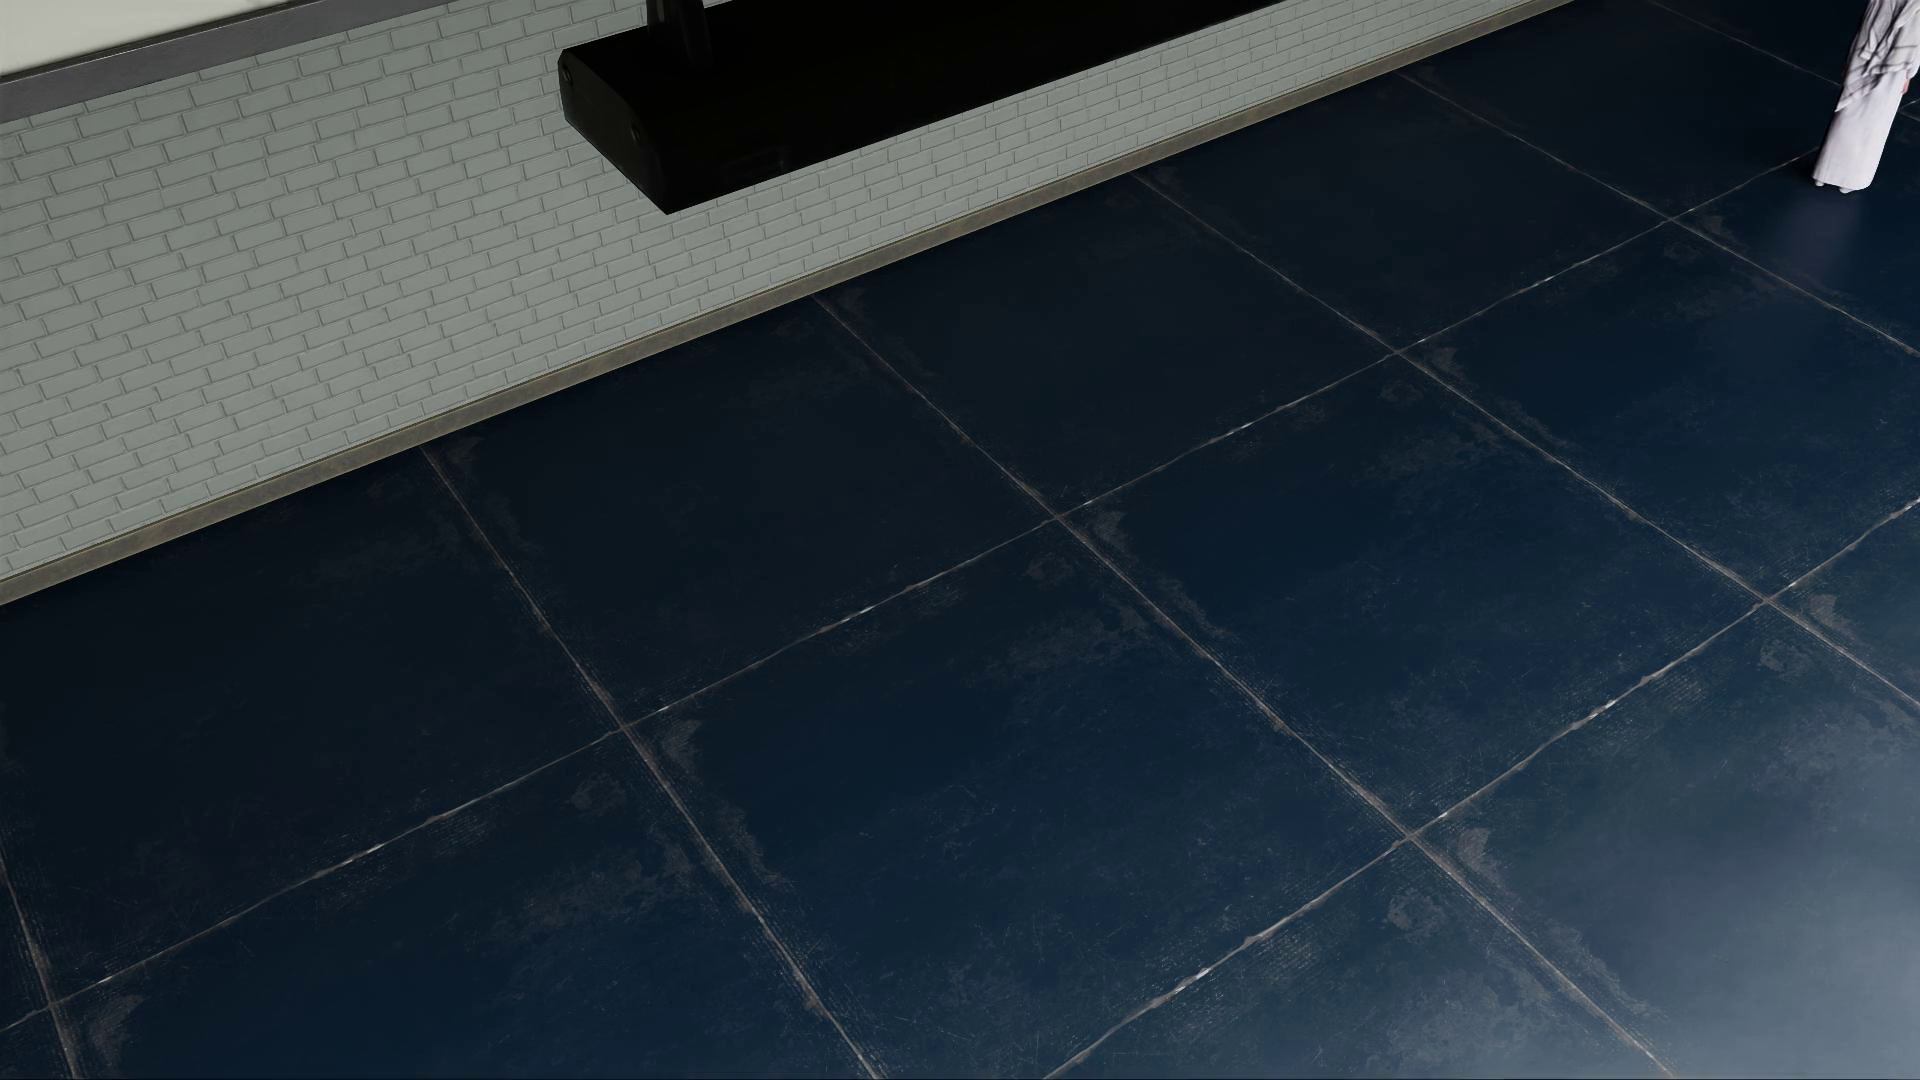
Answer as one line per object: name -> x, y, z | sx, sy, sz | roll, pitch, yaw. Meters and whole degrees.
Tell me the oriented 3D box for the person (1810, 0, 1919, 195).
person -> 6.973, -3.552, 12.633 | 0.685, 1.927, 0.817 | 28, 50, 26
